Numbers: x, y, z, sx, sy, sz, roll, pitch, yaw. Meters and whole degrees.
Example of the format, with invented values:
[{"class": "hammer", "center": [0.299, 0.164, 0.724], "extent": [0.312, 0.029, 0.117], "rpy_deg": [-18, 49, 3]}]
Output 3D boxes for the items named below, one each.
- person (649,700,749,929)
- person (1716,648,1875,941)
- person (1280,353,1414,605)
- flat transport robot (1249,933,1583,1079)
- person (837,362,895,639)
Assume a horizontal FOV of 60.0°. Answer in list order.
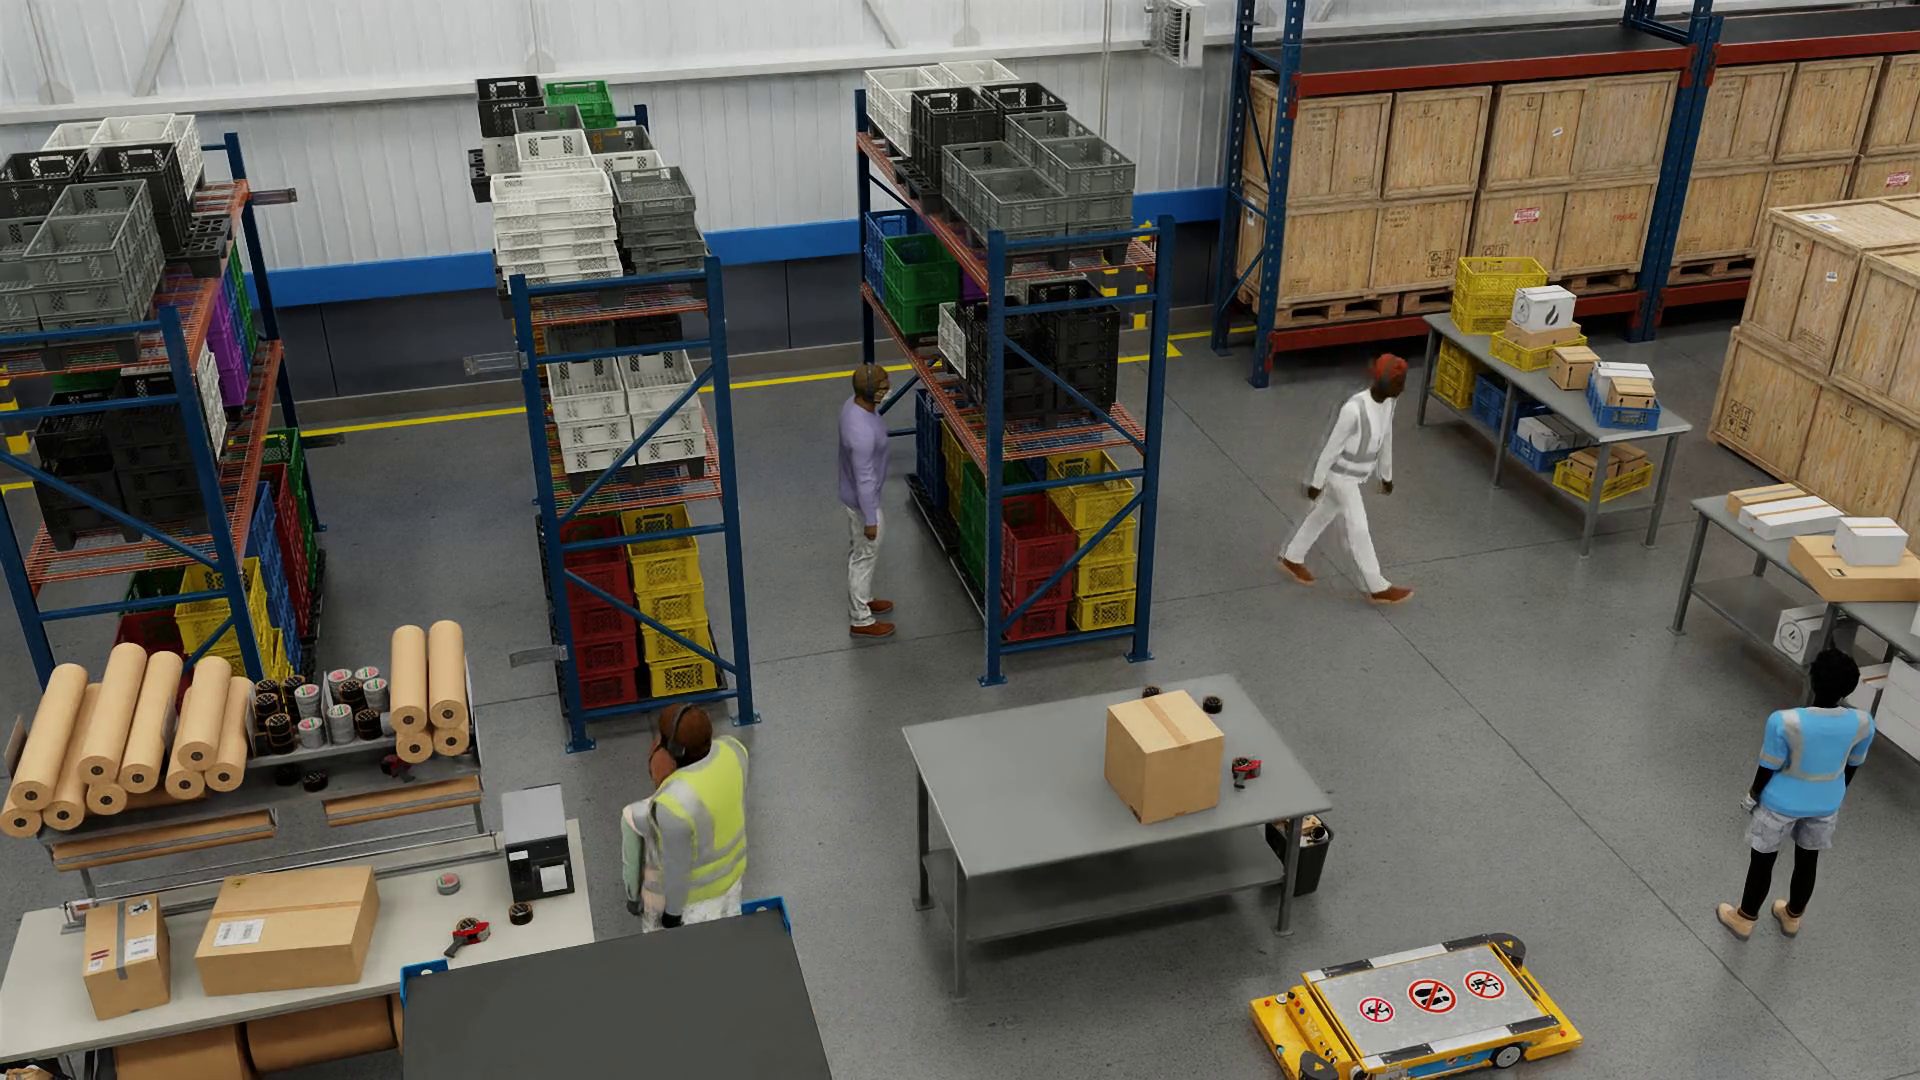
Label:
[{"class": "person", "center": [-1.204, 1.533, 7.726], "extent": [0.429, 1.842, 0.633], "rpy_deg": [12, 31, 20]}, {"class": "person", "center": [4.185, 1.289, 8.317], "extent": [0.535, 1.697, 0.318], "rpy_deg": [-1, 29, -2]}, {"class": "person", "center": [2.707, -0.433, 11.334], "extent": [1.046, 1.804, 0.585], "rpy_deg": [19, 34, 31]}, {"class": "flat transport robot", "center": [2.184, 2.282, 7.980], "extent": [1.431, 0.197, 0.652], "rpy_deg": [-8, 30, -14]}, {"class": "person", "center": [-0.619, -0.262, 10.899], "extent": [0.369, 1.933, 0.634], "rpy_deg": [-3, 29, -5]}]
